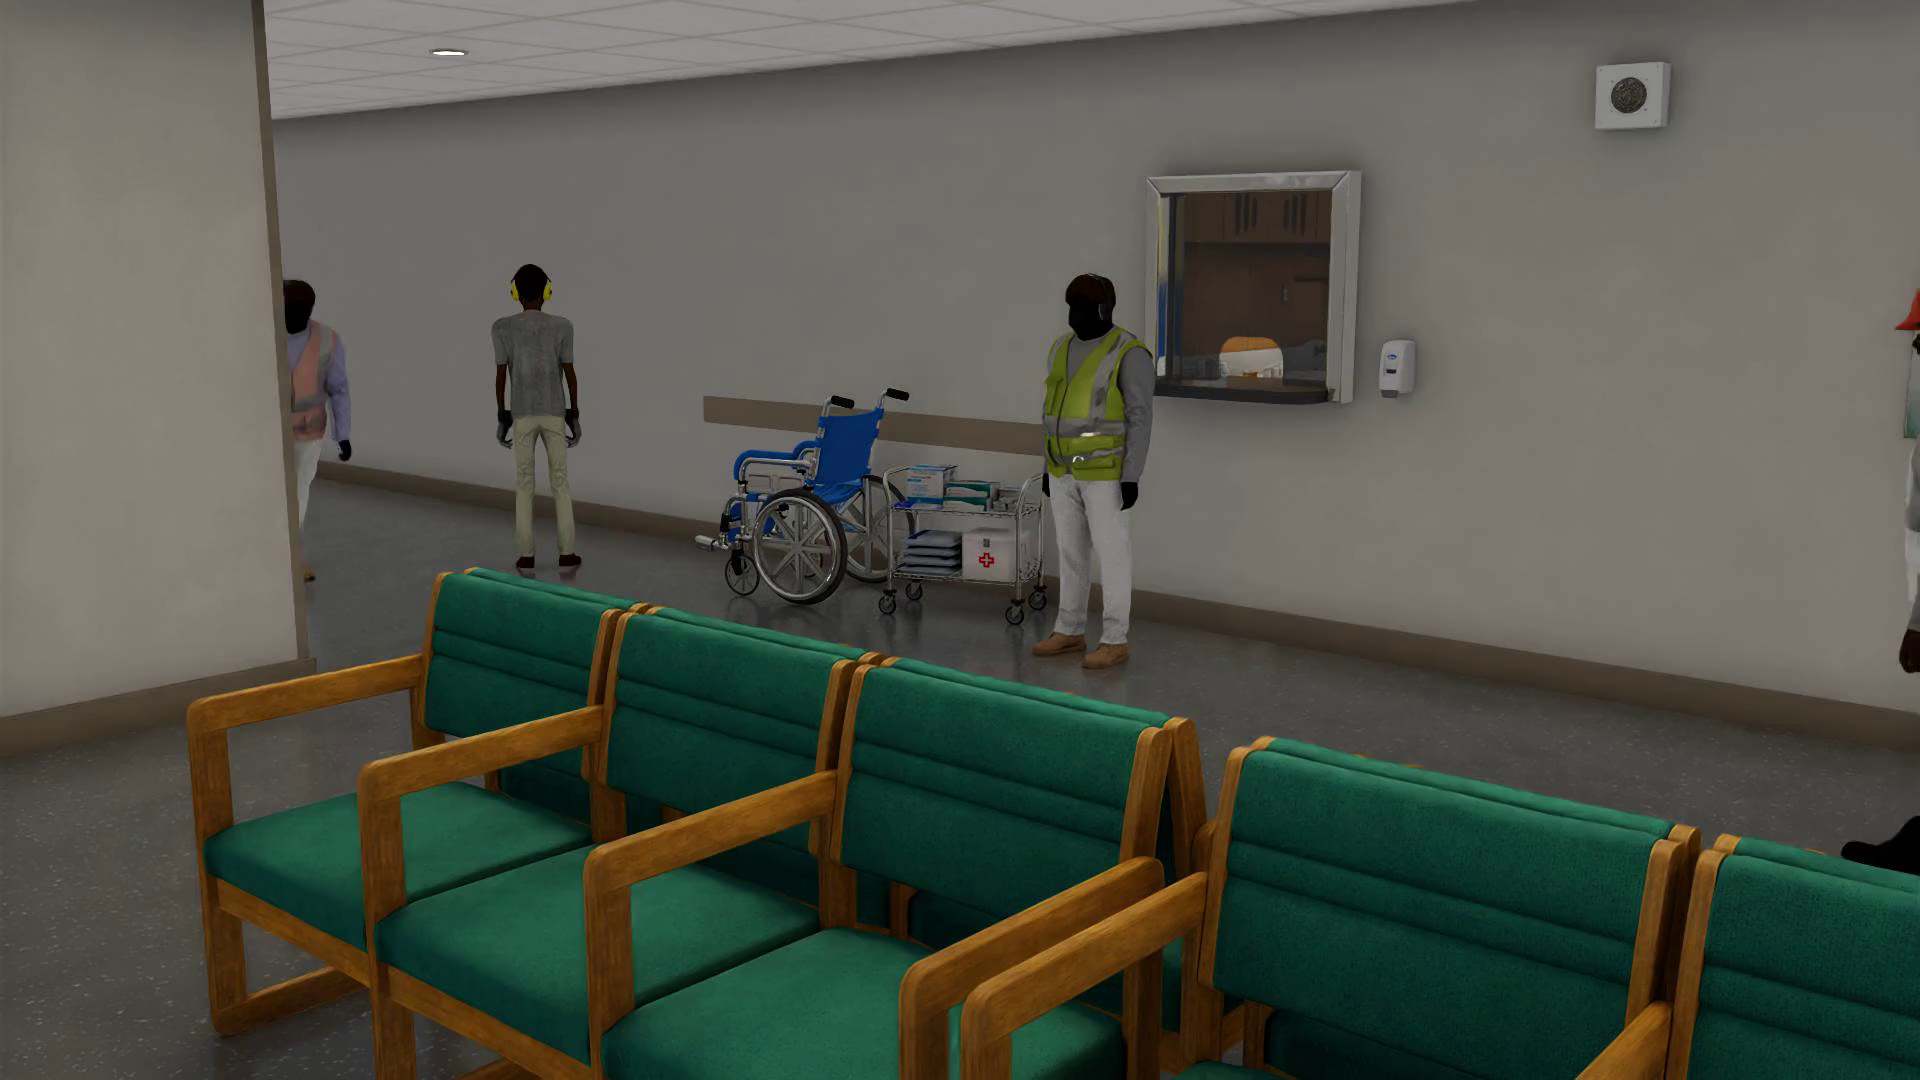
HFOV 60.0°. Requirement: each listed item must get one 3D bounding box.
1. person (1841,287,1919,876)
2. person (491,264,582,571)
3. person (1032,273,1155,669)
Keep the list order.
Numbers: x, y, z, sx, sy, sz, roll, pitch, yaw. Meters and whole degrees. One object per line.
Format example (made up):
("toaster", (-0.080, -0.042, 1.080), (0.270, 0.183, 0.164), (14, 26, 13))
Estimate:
("person", (2.952, 0.148, 4.932), (0.551, 1.939, 0.451), (-9, 14, -42))
("person", (-2.563, -0.736, 10.118), (0.508, 1.865, 0.329), (-2, 10, -11))
("person", (0.605, -0.323, 7.827), (0.429, 1.841, 0.633), (-9, 13, -40))
